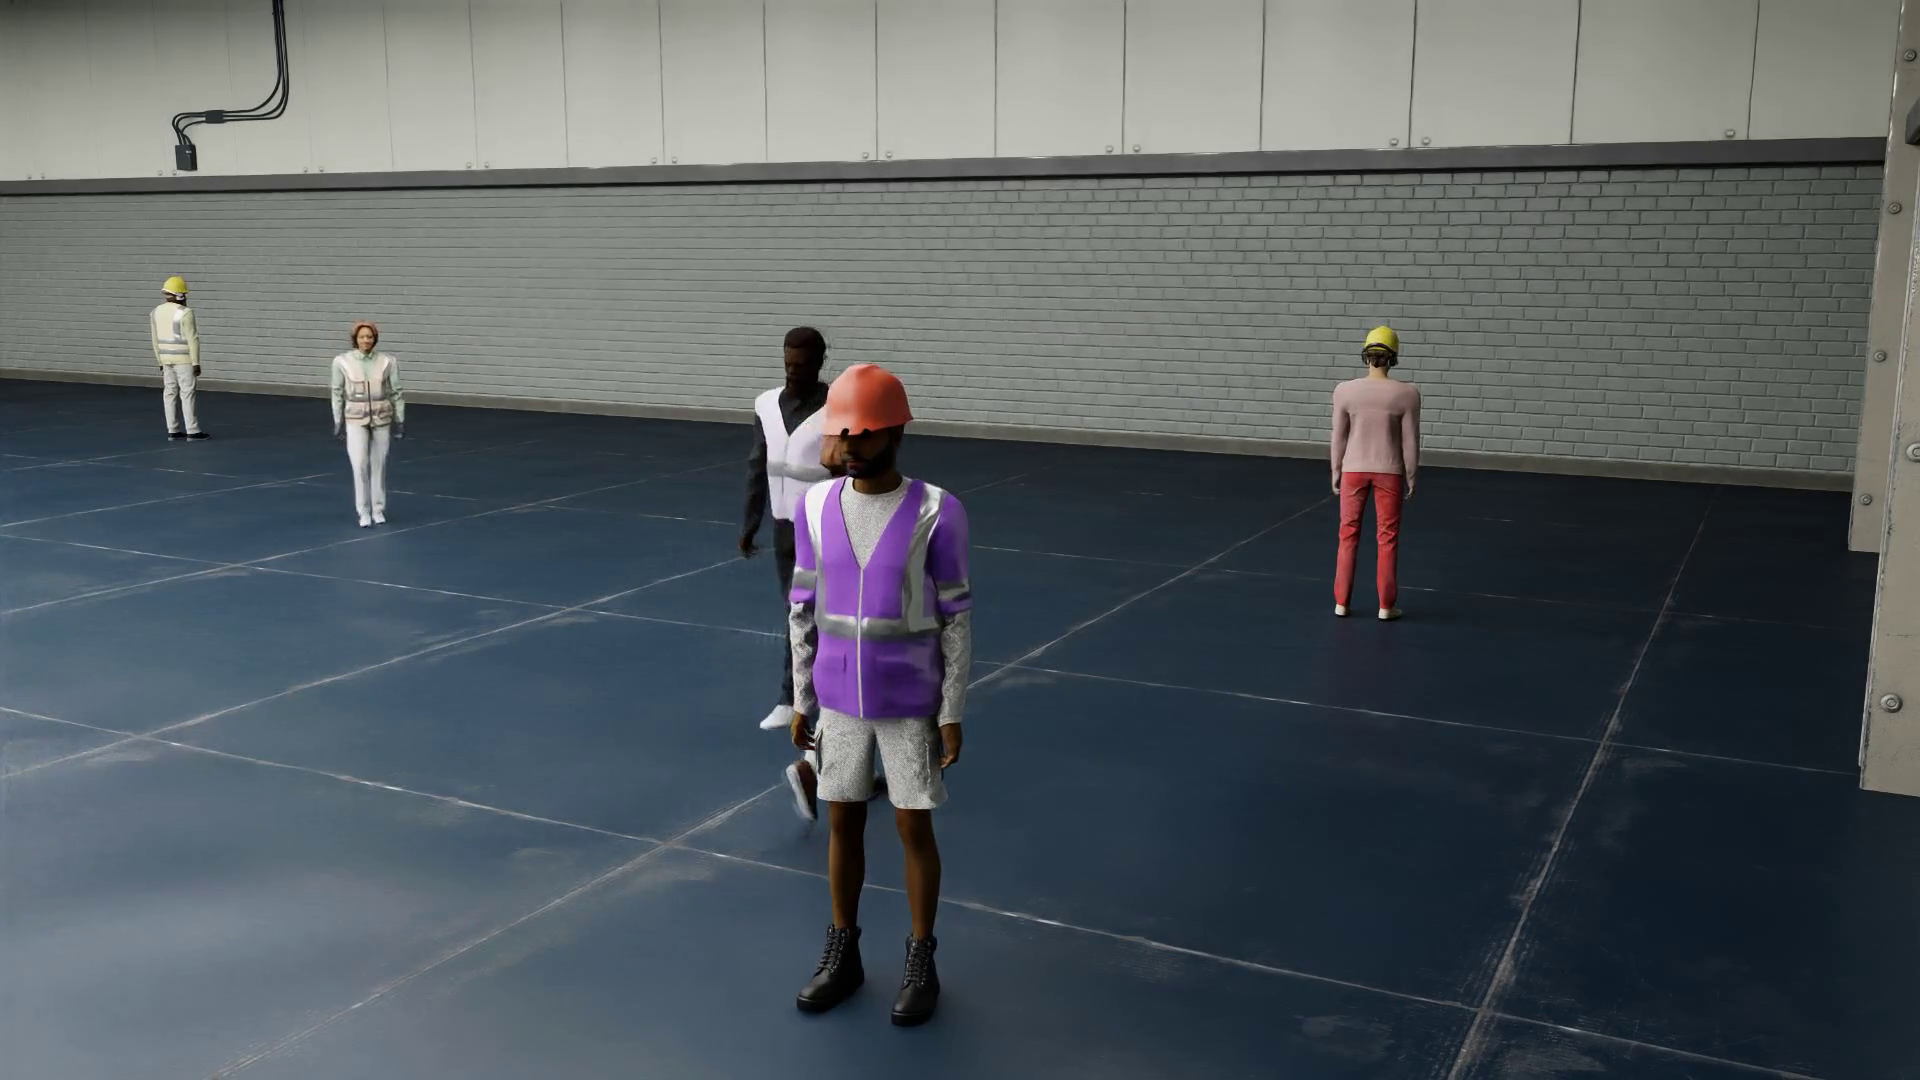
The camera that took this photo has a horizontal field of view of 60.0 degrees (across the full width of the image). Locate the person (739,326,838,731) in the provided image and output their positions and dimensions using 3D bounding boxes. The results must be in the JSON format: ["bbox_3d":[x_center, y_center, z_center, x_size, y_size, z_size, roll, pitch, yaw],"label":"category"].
[{"bbox_3d":[-0.685,-0.089,7.978,0.603,1.888,0.867,7,13,34],"label":"person"}]

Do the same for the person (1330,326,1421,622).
[{"bbox_3d":[2.478,-0.392,9.959,0.525,1.761,0.332,4,11,20],"label":"person"}]

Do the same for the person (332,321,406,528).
[{"bbox_3d":[-4.622,-0.900,13.075,0.540,1.614,0.674,-6,12,-28],"label":"person"}]

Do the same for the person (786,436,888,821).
[{"bbox_3d":[-0.457,0.302,6.558,0.508,1.612,0.641,10,14,43],"label":"person"}]

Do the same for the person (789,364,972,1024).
[{"bbox_3d":[-0.249,0.457,4.836,0.551,1.935,0.372,3,11,18],"label":"person"}]

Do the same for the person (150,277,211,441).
[{"bbox_3d":[-8.732,-2.018,18.613,0.592,1.833,0.404,4,11,21],"label":"person"}]
